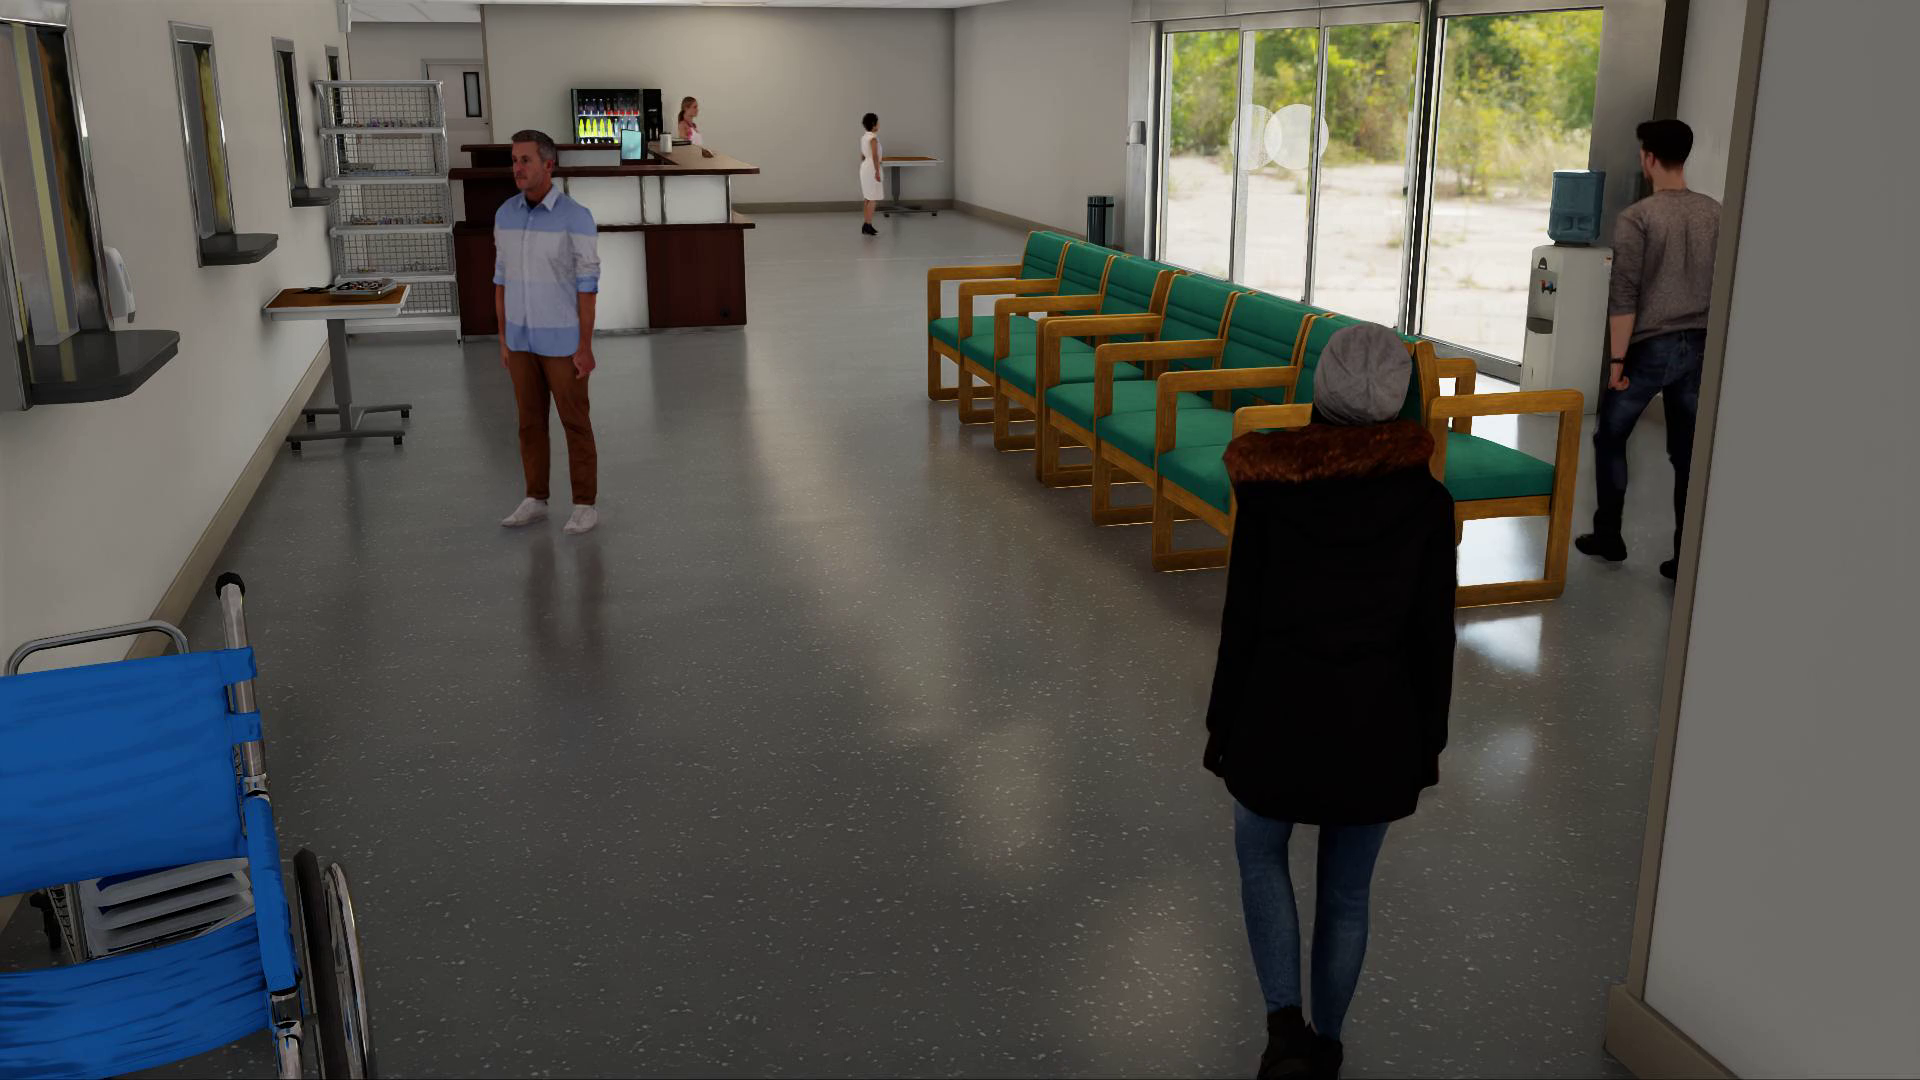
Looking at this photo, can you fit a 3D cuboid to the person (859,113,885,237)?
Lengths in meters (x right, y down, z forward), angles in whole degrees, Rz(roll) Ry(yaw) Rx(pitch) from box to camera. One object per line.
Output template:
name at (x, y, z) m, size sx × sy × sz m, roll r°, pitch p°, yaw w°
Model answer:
person at (-1.165, -4.782, 21.723) m, size 0.628 × 1.561 × 0.611 m, roll -6°, pitch 17°, yaw -21°

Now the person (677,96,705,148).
person at (-3.321, -4.401, 20.007) m, size 1.169 × 1.758 × 1.010 m, roll 5°, pitch 17°, yaw 18°

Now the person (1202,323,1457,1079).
person at (0.712, 0.397, 3.237) m, size 0.784 × 1.625 × 0.833 m, roll 2°, pitch 16°, yaw 7°

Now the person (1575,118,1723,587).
person at (2.889, -0.719, 6.738) m, size 0.910 × 1.873 × 0.897 m, roll 0°, pitch 16°, yaw 0°

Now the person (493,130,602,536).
person at (-1.895, -0.948, 7.636) m, size 0.708 × 1.826 × 0.824 m, roll 5°, pitch 17°, yaw 18°
